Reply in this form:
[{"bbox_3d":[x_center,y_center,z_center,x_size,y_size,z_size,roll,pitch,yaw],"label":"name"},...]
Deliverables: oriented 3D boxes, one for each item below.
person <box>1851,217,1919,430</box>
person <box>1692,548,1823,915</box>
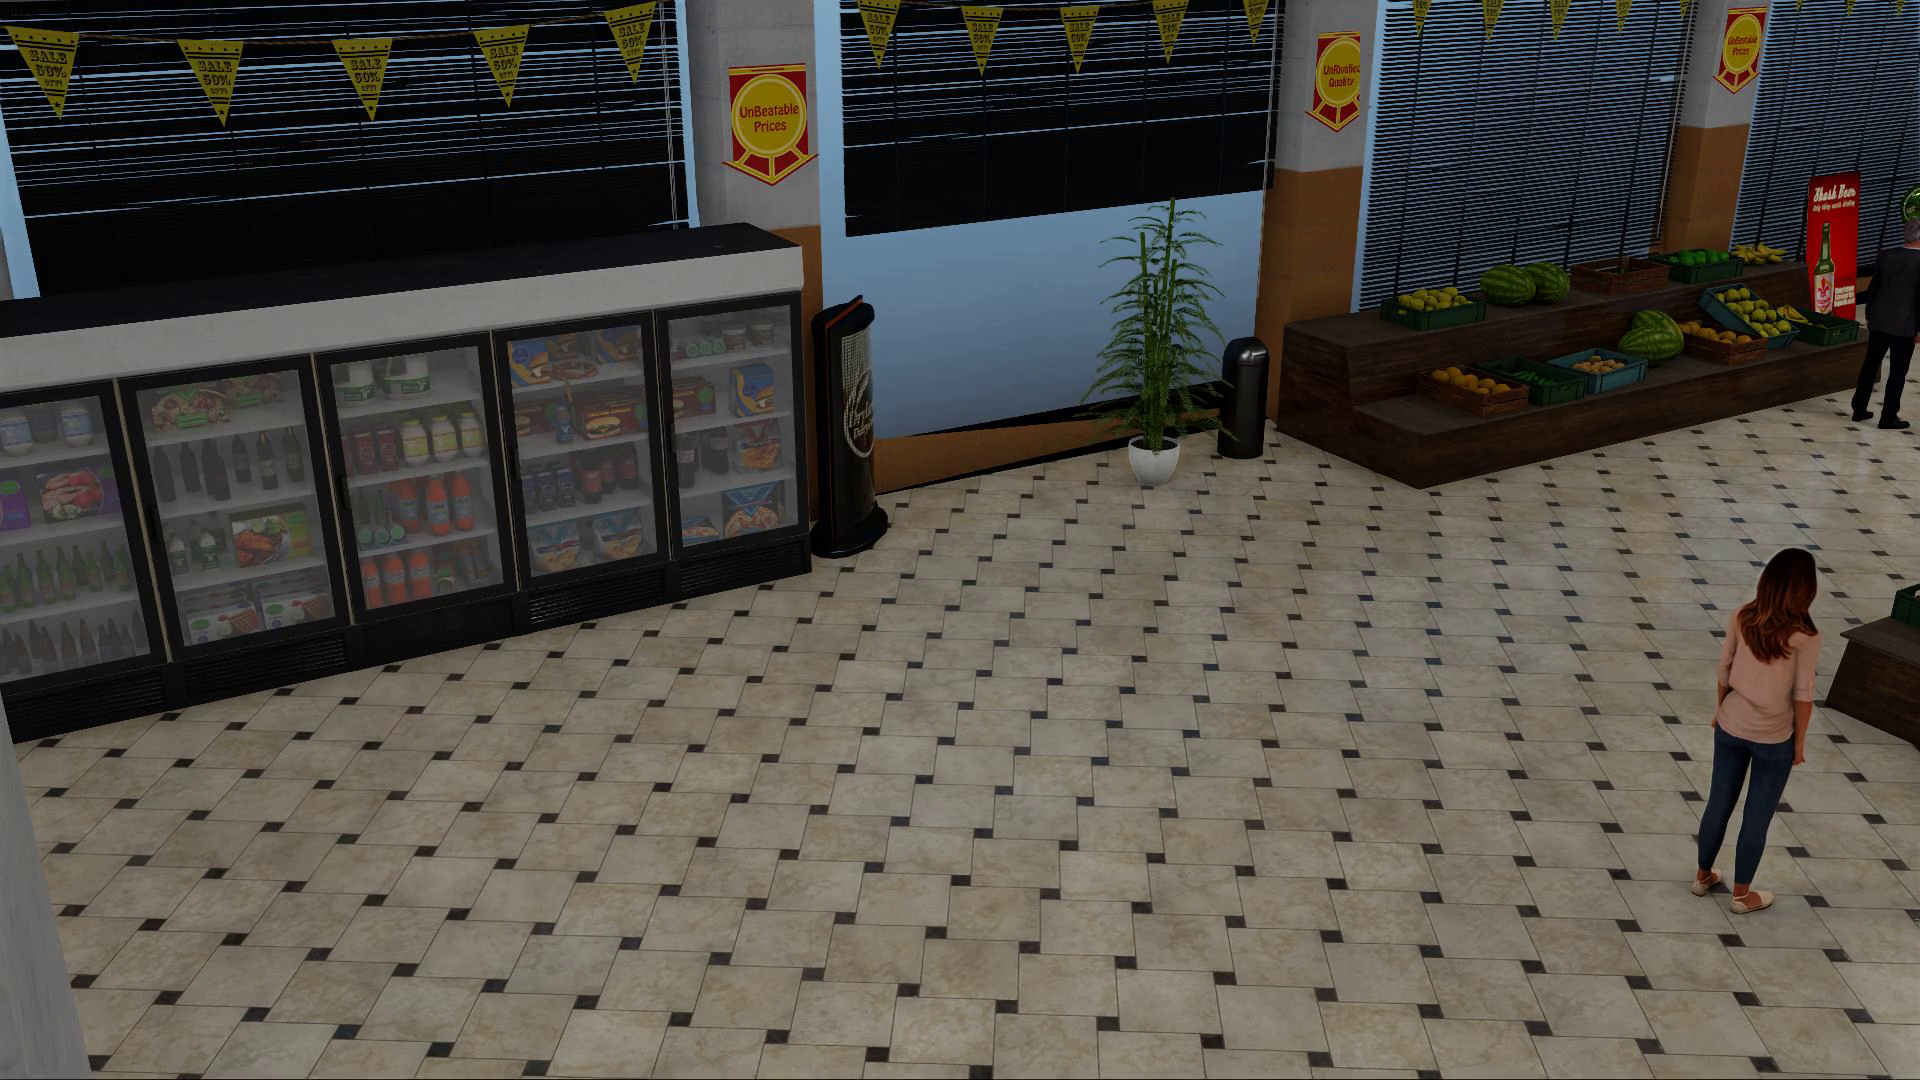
[{"bbox_3d":[8.130,-1.899,14.445,0.578,1.840,0.723,-11,24,-26],"label":"person"},{"bbox_3d":[3.640,0.873,7.610,0.549,1.792,0.612,-15,27,-34],"label":"person"}]
